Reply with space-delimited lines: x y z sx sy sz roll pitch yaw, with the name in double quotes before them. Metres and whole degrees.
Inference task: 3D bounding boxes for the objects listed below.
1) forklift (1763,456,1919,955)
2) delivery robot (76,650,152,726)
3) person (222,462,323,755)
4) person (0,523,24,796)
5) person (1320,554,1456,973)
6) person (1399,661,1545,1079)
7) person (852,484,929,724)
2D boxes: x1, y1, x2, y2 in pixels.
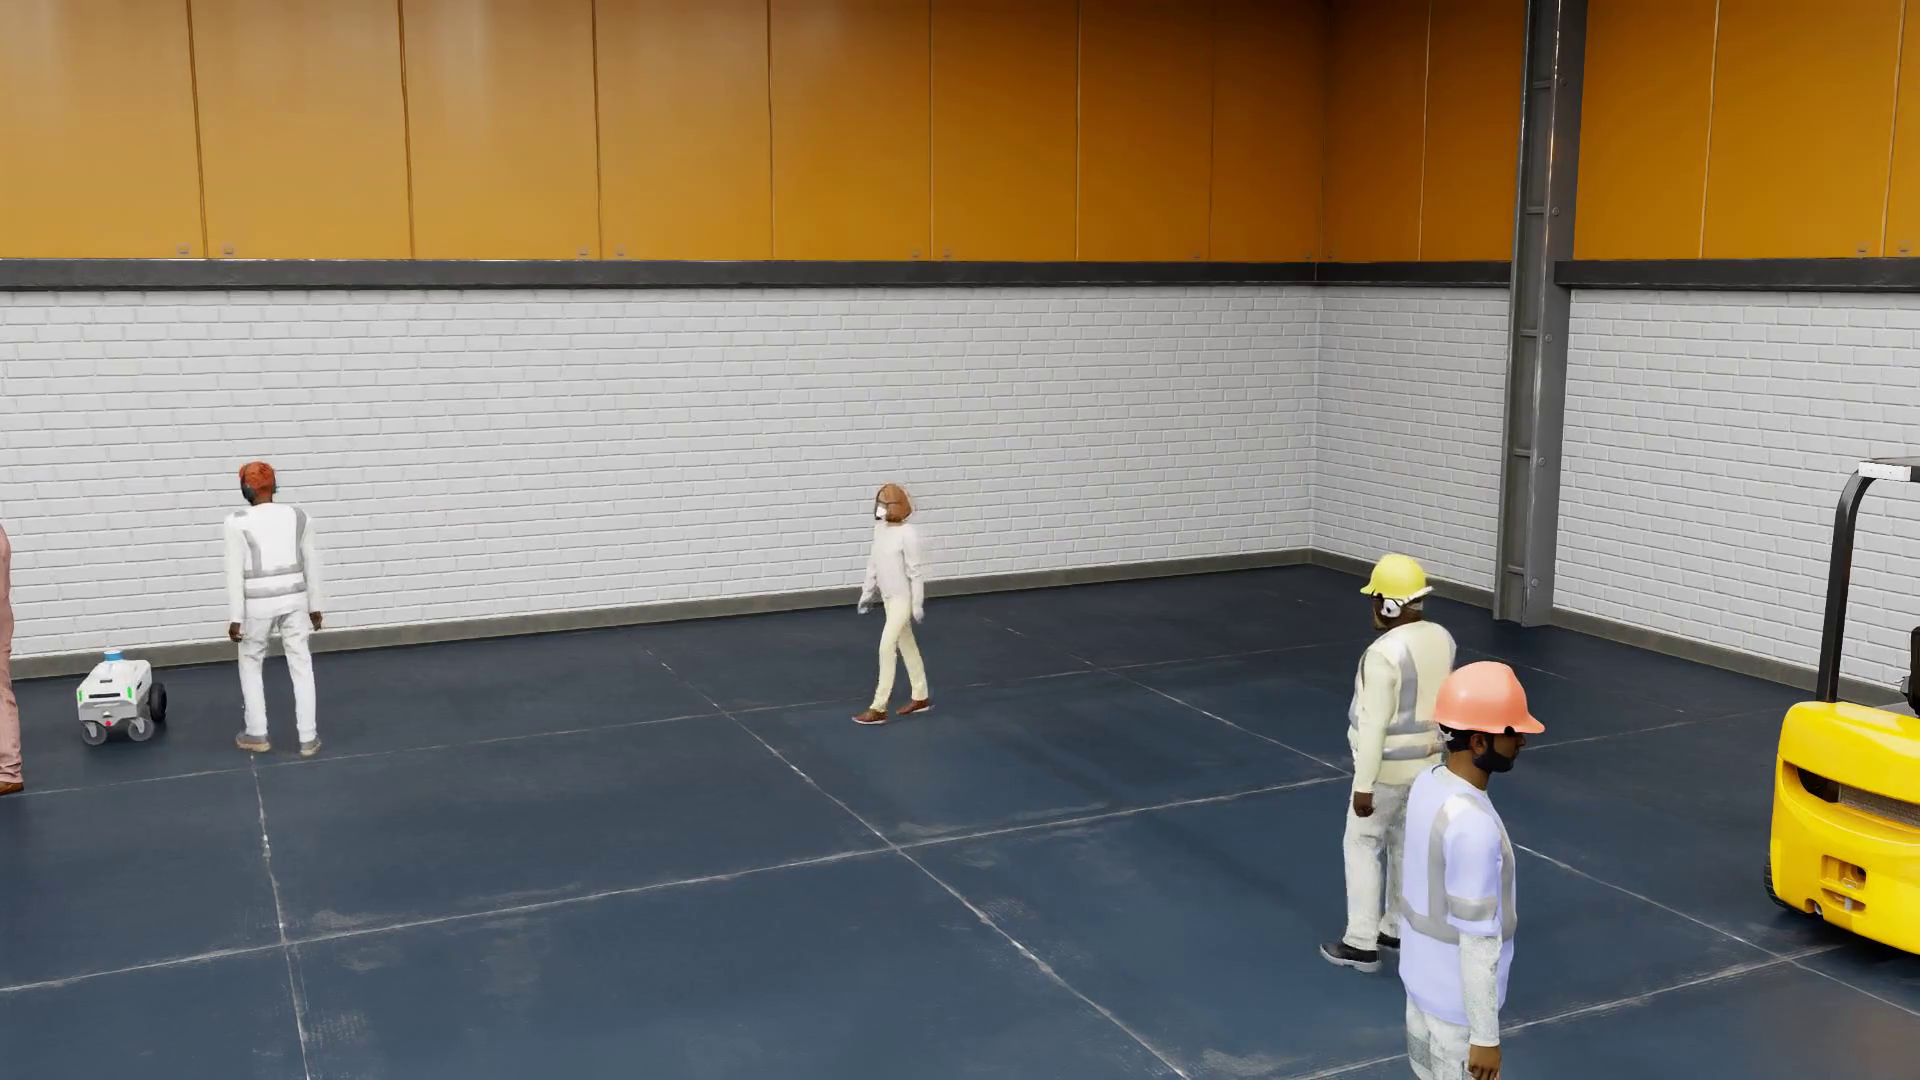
"forklift" 4.857 0.731 7.561 2.313 2.155 1.214 -4 10 -25
"delivery robot" -5.530 0.965 10.887 0.477 0.478 0.707 -3 10 -16
"person" -4.354 0.432 10.503 0.659 1.851 0.613 8 12 41
"person" -5.694 0.539 9.635 0.407 1.910 0.639 -6 11 -33
"person" 1.890 0.964 7.250 0.610 1.830 0.413 -8 12 -41
"person" 1.467 1.298 4.832 0.357 1.936 0.551 0 9 0
"person" -0.501 0.429 11.228 0.771 1.605 0.498 -5 11 -29
